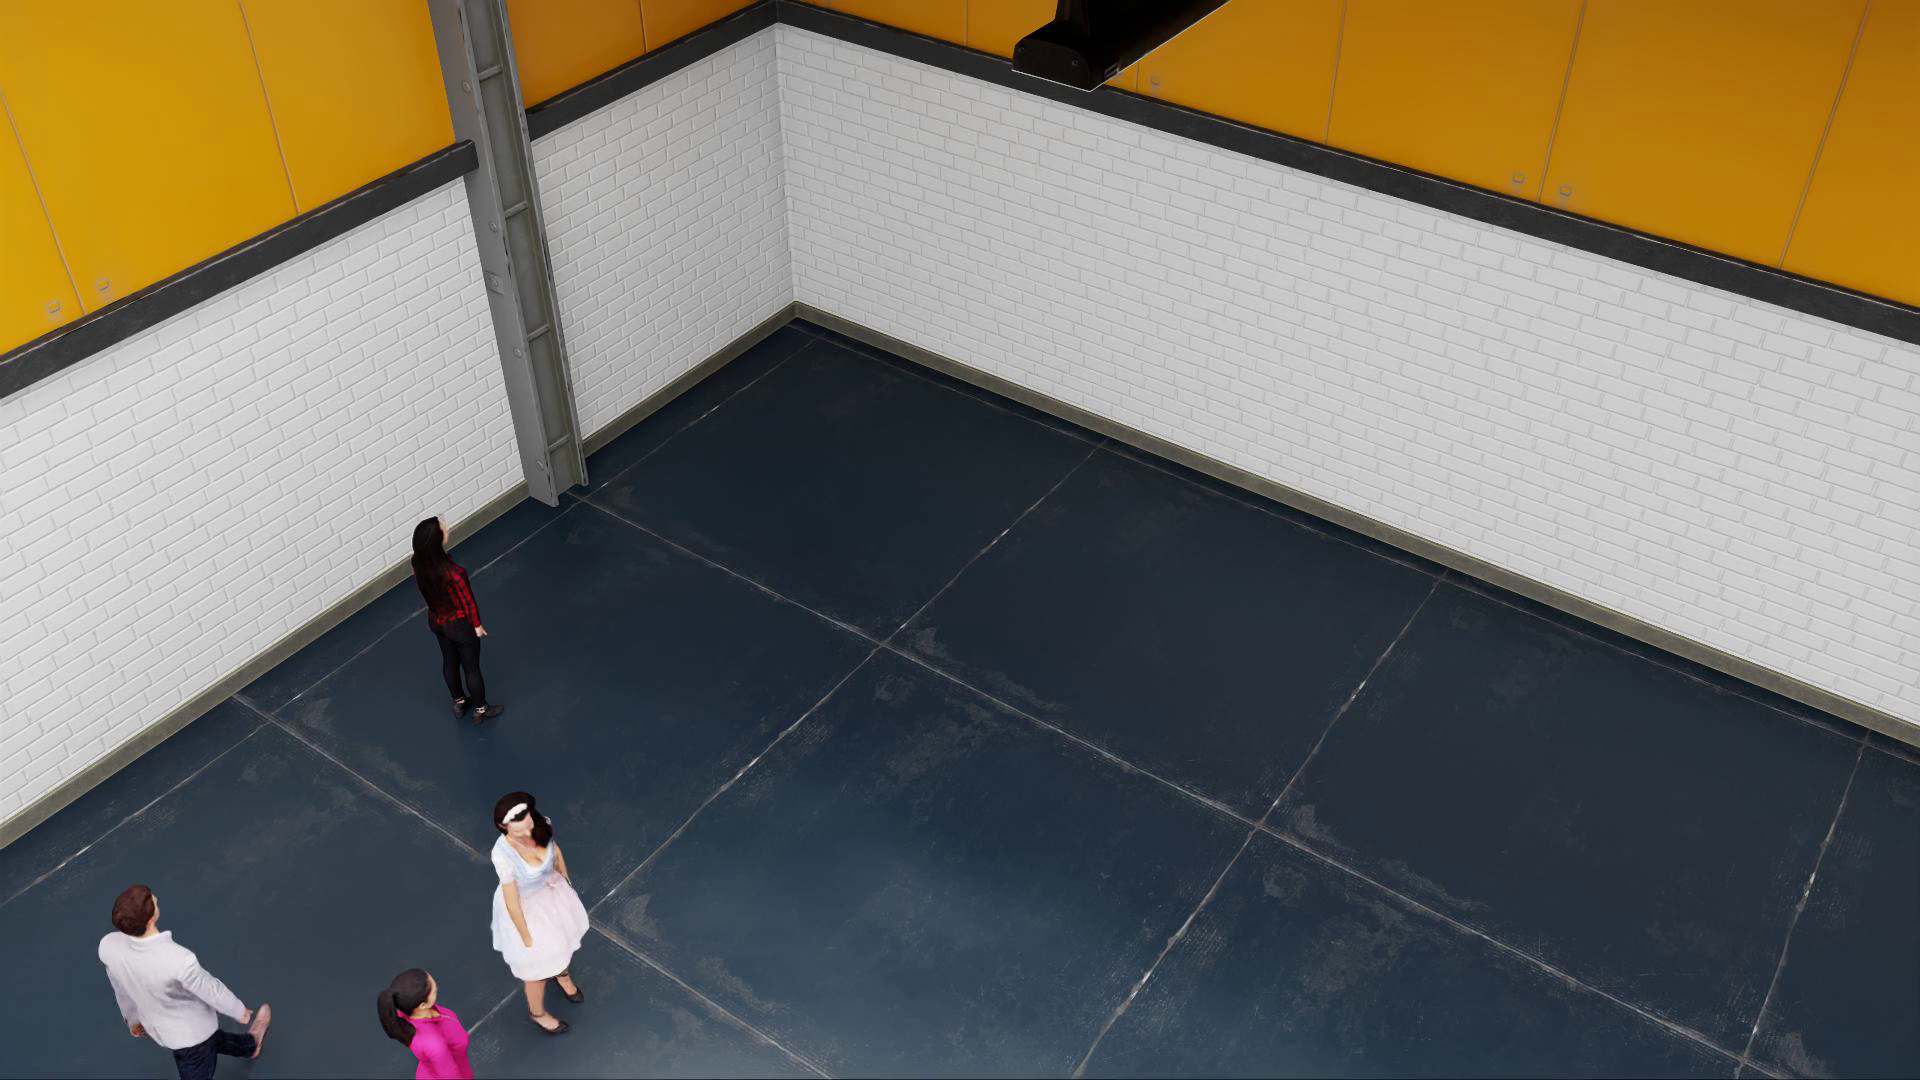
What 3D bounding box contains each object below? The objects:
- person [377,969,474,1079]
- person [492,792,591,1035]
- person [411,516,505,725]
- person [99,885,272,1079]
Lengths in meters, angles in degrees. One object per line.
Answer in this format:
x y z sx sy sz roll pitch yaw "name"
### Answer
-2.539 2.679 8.161 0.642 1.701 0.636 -28 46 -31 "person"
-2.314 2.013 8.917 0.838 1.799 0.732 11 40 13 "person"
-3.321 0.541 10.872 0.609 1.658 0.544 18 42 21 "person"
-3.952 2.488 8.317 0.934 1.806 1.247 11 40 13 "person"
